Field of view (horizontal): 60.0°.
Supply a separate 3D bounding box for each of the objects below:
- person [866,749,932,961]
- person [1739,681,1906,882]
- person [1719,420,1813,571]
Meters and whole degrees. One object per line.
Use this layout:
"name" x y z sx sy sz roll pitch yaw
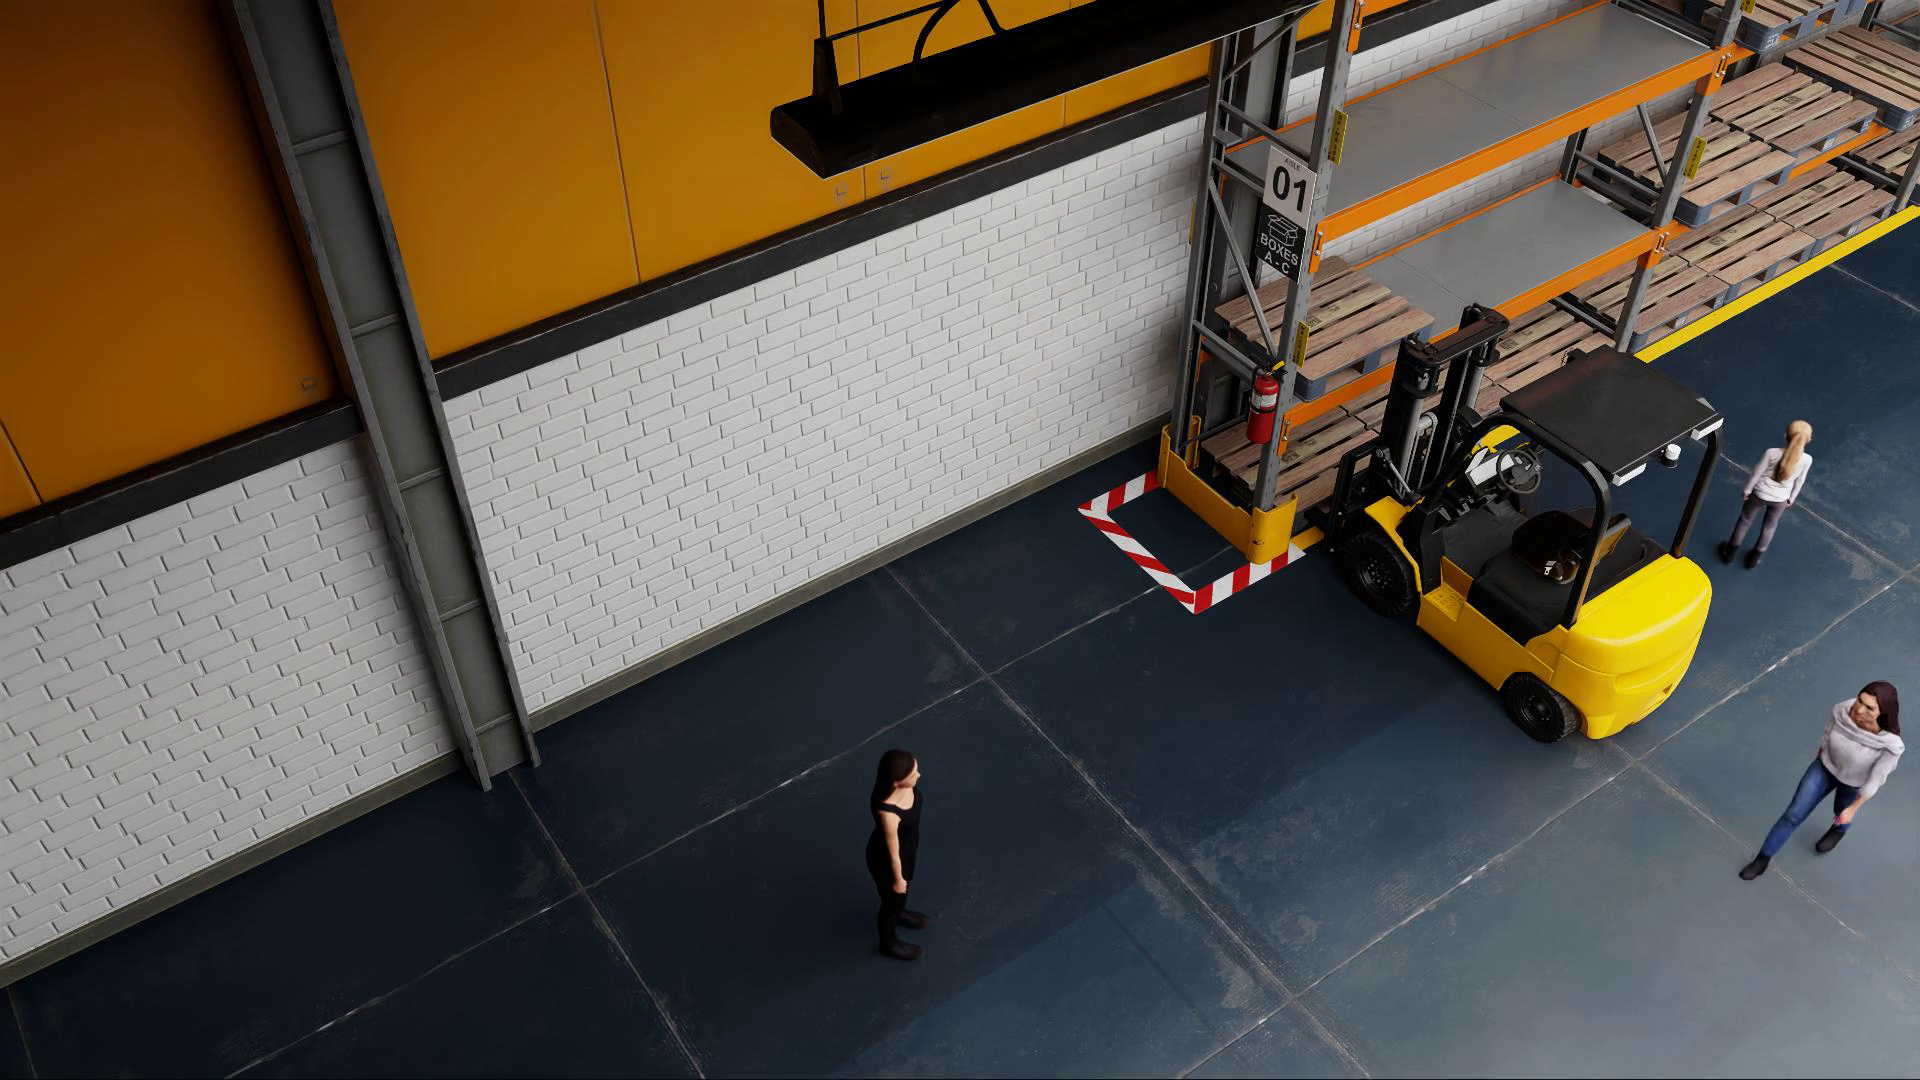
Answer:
"person" -0.358 1.727 9.184 0.729 1.688 0.671 6 44 7
"person" 5.161 1.371 9.635 1.049 1.581 0.602 -24 49 -23
"person" 5.658 -0.308 11.618 0.586 1.277 0.637 12 45 12
